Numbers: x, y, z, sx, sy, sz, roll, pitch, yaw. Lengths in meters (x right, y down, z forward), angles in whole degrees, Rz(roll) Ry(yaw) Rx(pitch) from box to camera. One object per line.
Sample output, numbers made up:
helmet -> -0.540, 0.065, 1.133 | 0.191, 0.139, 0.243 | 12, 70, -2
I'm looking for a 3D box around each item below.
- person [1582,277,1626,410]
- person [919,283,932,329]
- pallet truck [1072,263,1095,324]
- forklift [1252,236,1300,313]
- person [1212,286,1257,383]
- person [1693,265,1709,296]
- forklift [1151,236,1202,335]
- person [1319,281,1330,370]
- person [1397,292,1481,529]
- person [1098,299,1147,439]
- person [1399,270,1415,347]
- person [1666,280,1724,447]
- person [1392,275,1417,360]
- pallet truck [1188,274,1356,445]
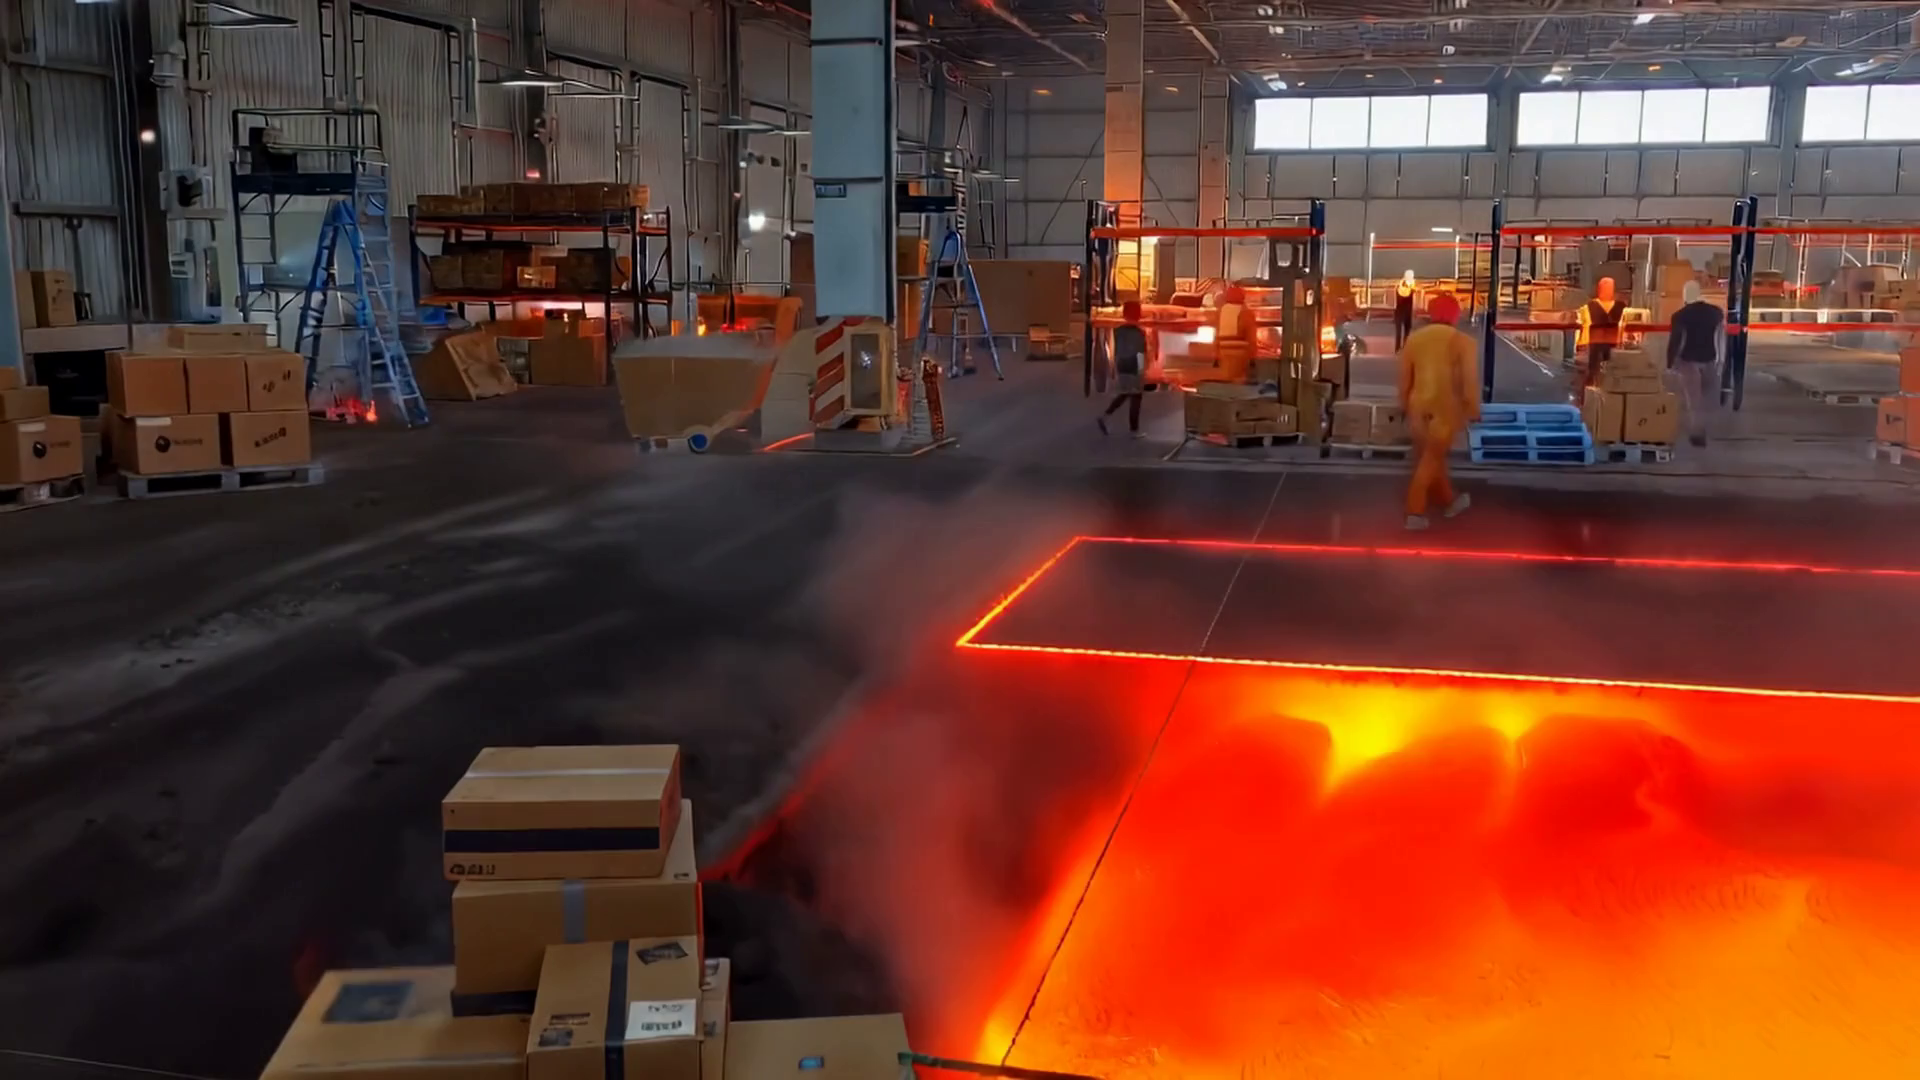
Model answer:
person -> 9.025, -2.734, 23.372 | 0.584, 1.911, 0.391 | 1, 10, 3
person -> -0.973, -7.361, 50.548 | 0.544, 1.930, 0.389 | -4, 10, -23
pallet truck -> 4.325, -8.180, 55.162 | 0.823, 1.965, 1.885 | 6, 11, 31
forklift -> 9.588, -7.637, 49.368 | 1.129, 2.768, 1.873 | -4, 10, -23
person -> 3.565, -2.413, 21.780 | 0.633, 1.812, 0.881 | 9, 13, 42
person -> 22.965, -7.562, 51.695 | 0.542, 1.939, 0.363 | -3, 10, -16
forklift -> 5.866, -7.214, 46.878 | 1.873, 2.768, 1.129 | 2, 10, 14
person -> 6.961, -4.123, 32.053 | 0.486, 1.738, 0.320 | -7, 12, -36
person -> 3.947, -1.056, 13.516 | 1.020, 1.886, 0.654 | -8, 12, -39
person -> 1.972, -2.027, 19.840 | 0.600, 1.678, 0.542 | -7, 12, -36
person -> 10.881, -5.623, 40.446 | 0.355, 1.883, 0.575 | 9, 13, 42
person -> 8.488, -2.050, 19.327 | 0.648, 1.906, 0.736 | -1, 10, -9
person -> 9.498, -4.754, 35.585 | 0.516, 1.790, 1.002 | 3, 10, 16
pallet truck -> 3.653, -2.138, 19.590 | 1.885, 1.965, 0.823 | -4, 10, -20
